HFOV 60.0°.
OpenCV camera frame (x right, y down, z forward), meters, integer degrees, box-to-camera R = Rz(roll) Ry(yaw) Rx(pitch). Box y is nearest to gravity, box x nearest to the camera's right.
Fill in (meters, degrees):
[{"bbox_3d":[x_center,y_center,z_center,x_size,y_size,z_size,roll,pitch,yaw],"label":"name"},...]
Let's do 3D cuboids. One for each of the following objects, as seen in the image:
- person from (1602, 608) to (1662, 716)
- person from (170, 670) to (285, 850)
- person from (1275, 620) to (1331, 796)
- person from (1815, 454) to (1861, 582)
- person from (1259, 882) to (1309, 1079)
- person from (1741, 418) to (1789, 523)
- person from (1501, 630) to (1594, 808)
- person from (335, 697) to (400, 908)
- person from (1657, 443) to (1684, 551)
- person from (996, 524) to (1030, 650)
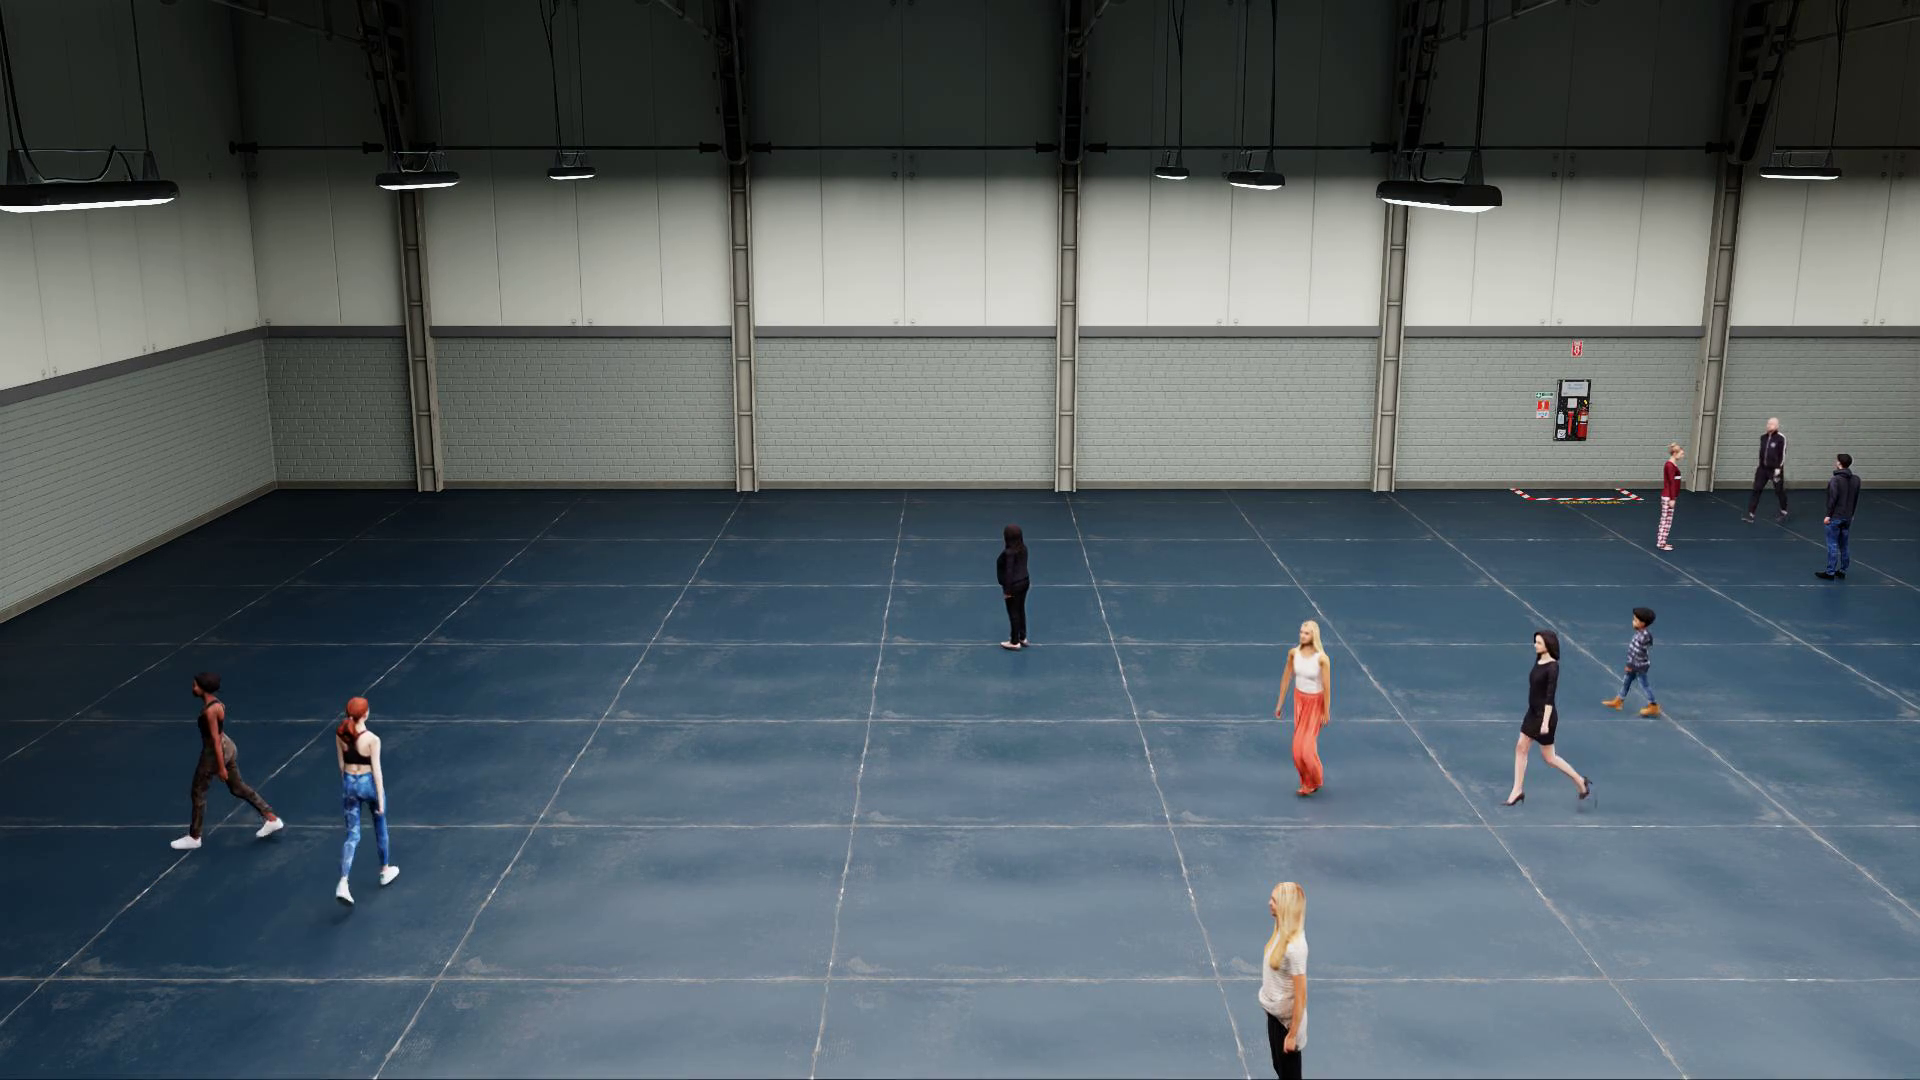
[{"bbox_3d":[7.675,1.385,18.658,0.908,1.224,0.691,5,14,21],"label":"person"},{"bbox_3d":[-6.614,2.000,15.061,1.244,1.650,0.819,-3,13,-14],"label":"person"},{"bbox_3d":[3.474,1.638,16.321,0.930,1.785,0.861,-11,17,-39],"label":"person"},{"bbox_3d":[13.050,-0.350,24.669,0.632,1.892,0.808,-5,14,-19],"label":"person"},{"bbox_3d":[2.047,2.991,10.390,0.532,1.825,0.610,-1,13,-4],"label":"person"},{"bbox_3d":[13.933,-1.165,28.426,1.340,1.786,1.122,-8,15,-30],"label":"person"},{"bbox_3d":[5.644,1.749,15.871,1.057,1.772,0.601,0,13,1],"label":"person"},{"bbox_3d":[-5.059,2.206,13.939,1.088,1.755,0.676,1,13,4],"label":"person"},{"bbox_3d":[11.362,-0.710,26.628,0.620,1.711,0.671,5,14,21],"label":"person"},{"bbox_3d":[0.709,0.579,21.270,0.744,1.616,0.729,5,14,22],"label":"person"}]
